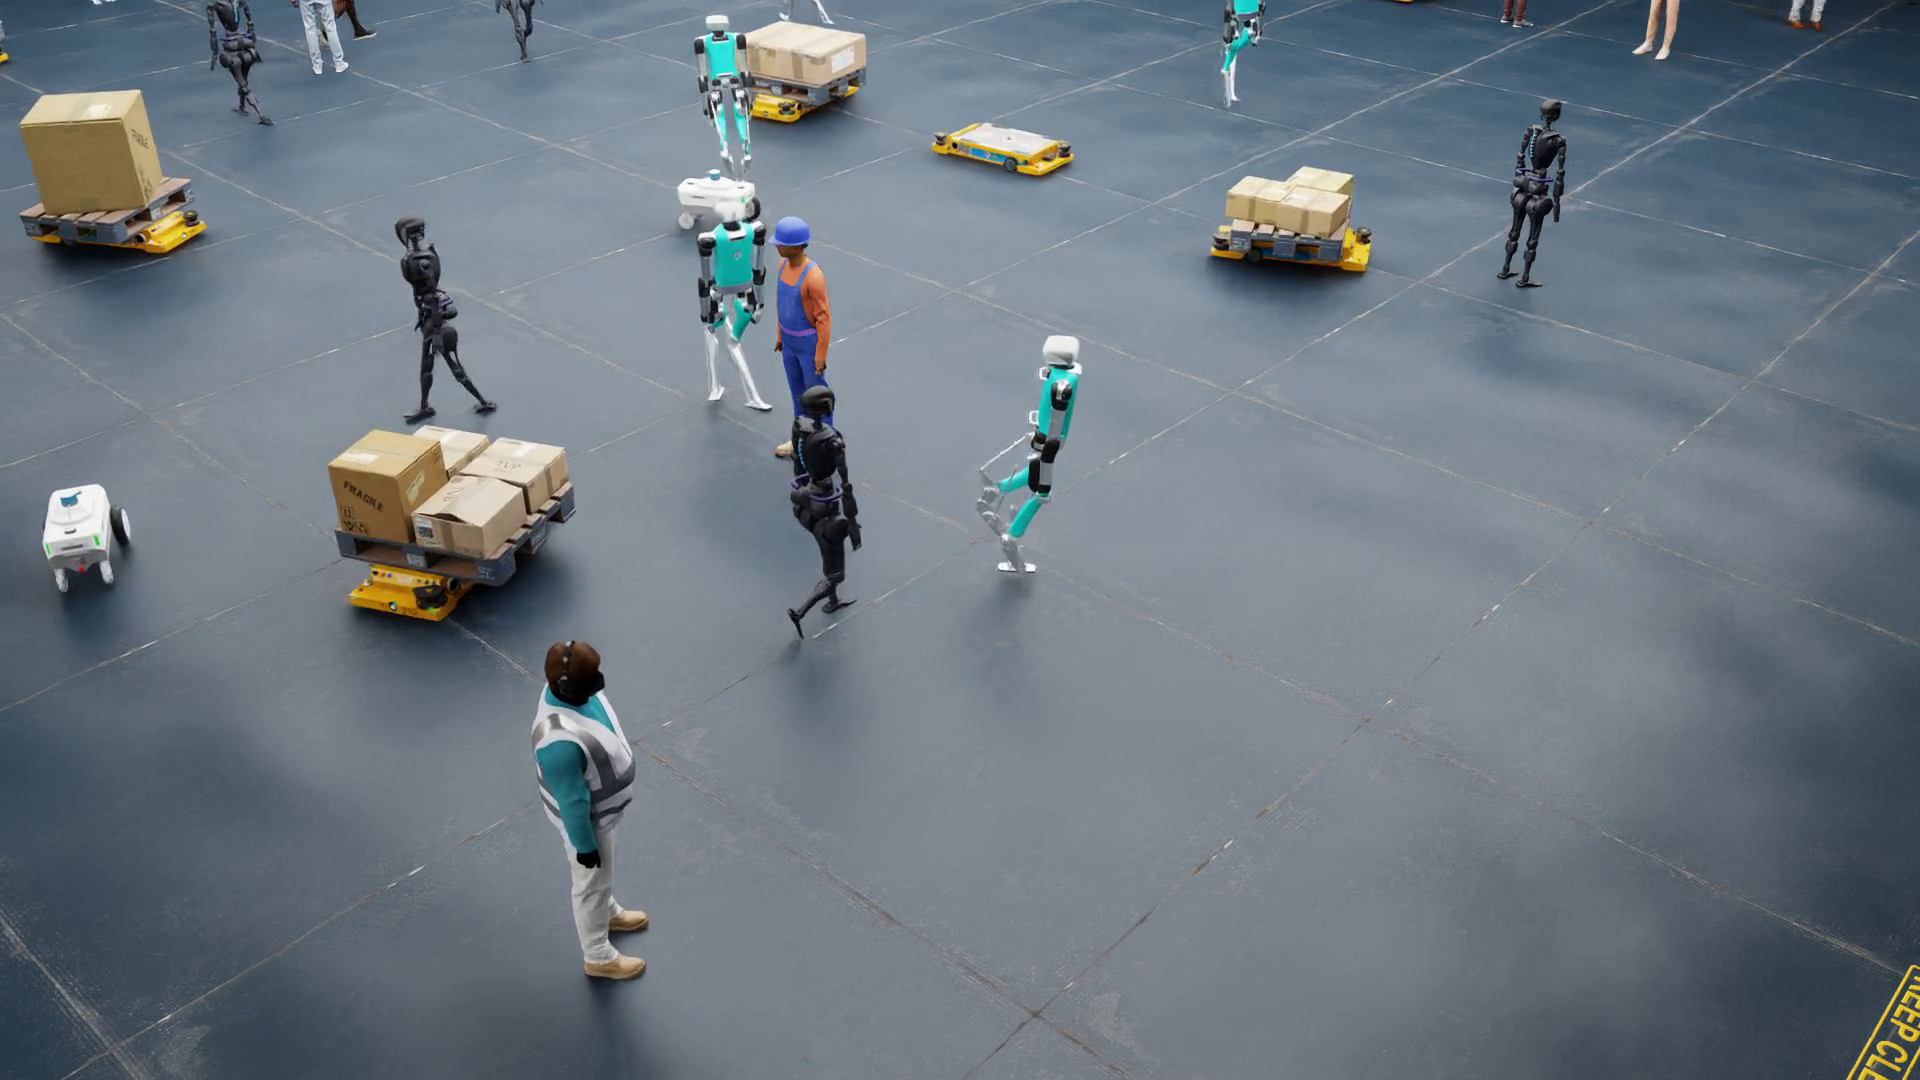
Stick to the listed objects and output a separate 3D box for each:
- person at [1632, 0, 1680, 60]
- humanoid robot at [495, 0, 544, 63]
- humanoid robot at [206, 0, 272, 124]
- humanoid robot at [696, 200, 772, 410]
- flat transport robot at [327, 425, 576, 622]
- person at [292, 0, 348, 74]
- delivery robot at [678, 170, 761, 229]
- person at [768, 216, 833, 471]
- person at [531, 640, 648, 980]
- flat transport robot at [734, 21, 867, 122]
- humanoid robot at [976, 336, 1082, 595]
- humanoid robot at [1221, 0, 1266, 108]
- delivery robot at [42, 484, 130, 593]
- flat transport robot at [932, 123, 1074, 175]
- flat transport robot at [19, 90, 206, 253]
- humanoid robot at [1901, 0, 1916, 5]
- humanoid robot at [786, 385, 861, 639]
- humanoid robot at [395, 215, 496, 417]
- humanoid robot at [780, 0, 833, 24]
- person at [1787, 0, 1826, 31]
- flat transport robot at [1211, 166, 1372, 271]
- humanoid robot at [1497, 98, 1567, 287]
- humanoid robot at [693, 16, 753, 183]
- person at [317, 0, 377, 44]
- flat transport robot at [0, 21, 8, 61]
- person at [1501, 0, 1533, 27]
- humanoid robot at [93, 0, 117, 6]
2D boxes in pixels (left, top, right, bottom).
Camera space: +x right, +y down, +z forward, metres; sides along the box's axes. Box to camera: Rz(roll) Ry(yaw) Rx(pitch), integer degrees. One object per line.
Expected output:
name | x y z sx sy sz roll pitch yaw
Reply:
person | 8.924 -7.018 20.934 0.359 1.872 0.526 -22 38 -31
humanoid robot | -5.609 -6.920 20.988 0.610 1.634 0.673 -16 35 -24
humanoid robot | -8.196 -5.538 18.794 0.793 1.629 0.608 19 36 27
humanoid robot | -1.807 -1.816 12.686 0.541 1.747 0.847 -17 36 -25
flat transport robot | -3.327 0.050 11.073 0.659 0.231 1.431 9 33 15
person | -7.922 -6.690 20.365 0.592 1.919 0.392 -8 33 -12
delivery robot | -2.353 -3.301 16.198 0.789 0.593 0.499 7 33 11
person | -1.128 -1.404 11.862 0.367 1.906 0.527 -24 39 -34
person | -1.696 1.228 7.687 0.429 1.840 0.632 -2 32 -4
flat transport robot | -1.874 -5.243 19.597 0.659 0.231 1.431 17 36 26
humanoid robot | 0.358 -0.433 10.529 0.775 1.844 0.536 2 32 3
humanoid robot | 3.155 -5.871 19.265 0.550 1.847 0.759 -14 35 -22
delivery robot | -5.811 -0.058 10.983 0.499 0.602 0.795 -11 34 -18
flat transport robot | 0.458 -4.239 17.980 1.431 0.231 0.659 21 37 30
flat transport robot | -8.109 -3.008 15.997 1.431 0.231 0.659 7 33 11
humanoid robot | 13.642 -8.332 23.247 0.540 1.640 0.601 -15 35 -22
humanoid robot | -0.896 -0.193 10.148 0.637 1.641 0.601 -25 40 -34
humanoid robot | -3.954 -1.661 12.535 0.681 1.642 0.586 -18 36 -26
humanoid robot | -2.124 -7.792 22.376 0.866 1.830 0.552 9 33 14
person | 11.423 -7.677 22.045 0.534 1.804 0.600 -9 33 -14
flat transport robot | 3.122 -2.795 15.654 1.431 0.231 0.659 8 33 13
humanoid robot | 5.111 -3.100 14.798 0.315 1.657 0.599 -13 34 -20
humanoid robot | -2.304 -4.272 16.655 0.543 1.774 0.836 -8 33 -13
person | -8.066 -7.369 21.450 0.637 1.933 0.837 24 39 33
flat transport robot | -12.881 -6.145 21.049 1.431 0.231 0.659 10 33 15
person | 7.610 -7.827 22.302 0.378 1.807 0.544 -13 34 -19
humanoid robot | -12.248 -8.408 23.270 0.530 1.760 0.681 -22 38 -31
